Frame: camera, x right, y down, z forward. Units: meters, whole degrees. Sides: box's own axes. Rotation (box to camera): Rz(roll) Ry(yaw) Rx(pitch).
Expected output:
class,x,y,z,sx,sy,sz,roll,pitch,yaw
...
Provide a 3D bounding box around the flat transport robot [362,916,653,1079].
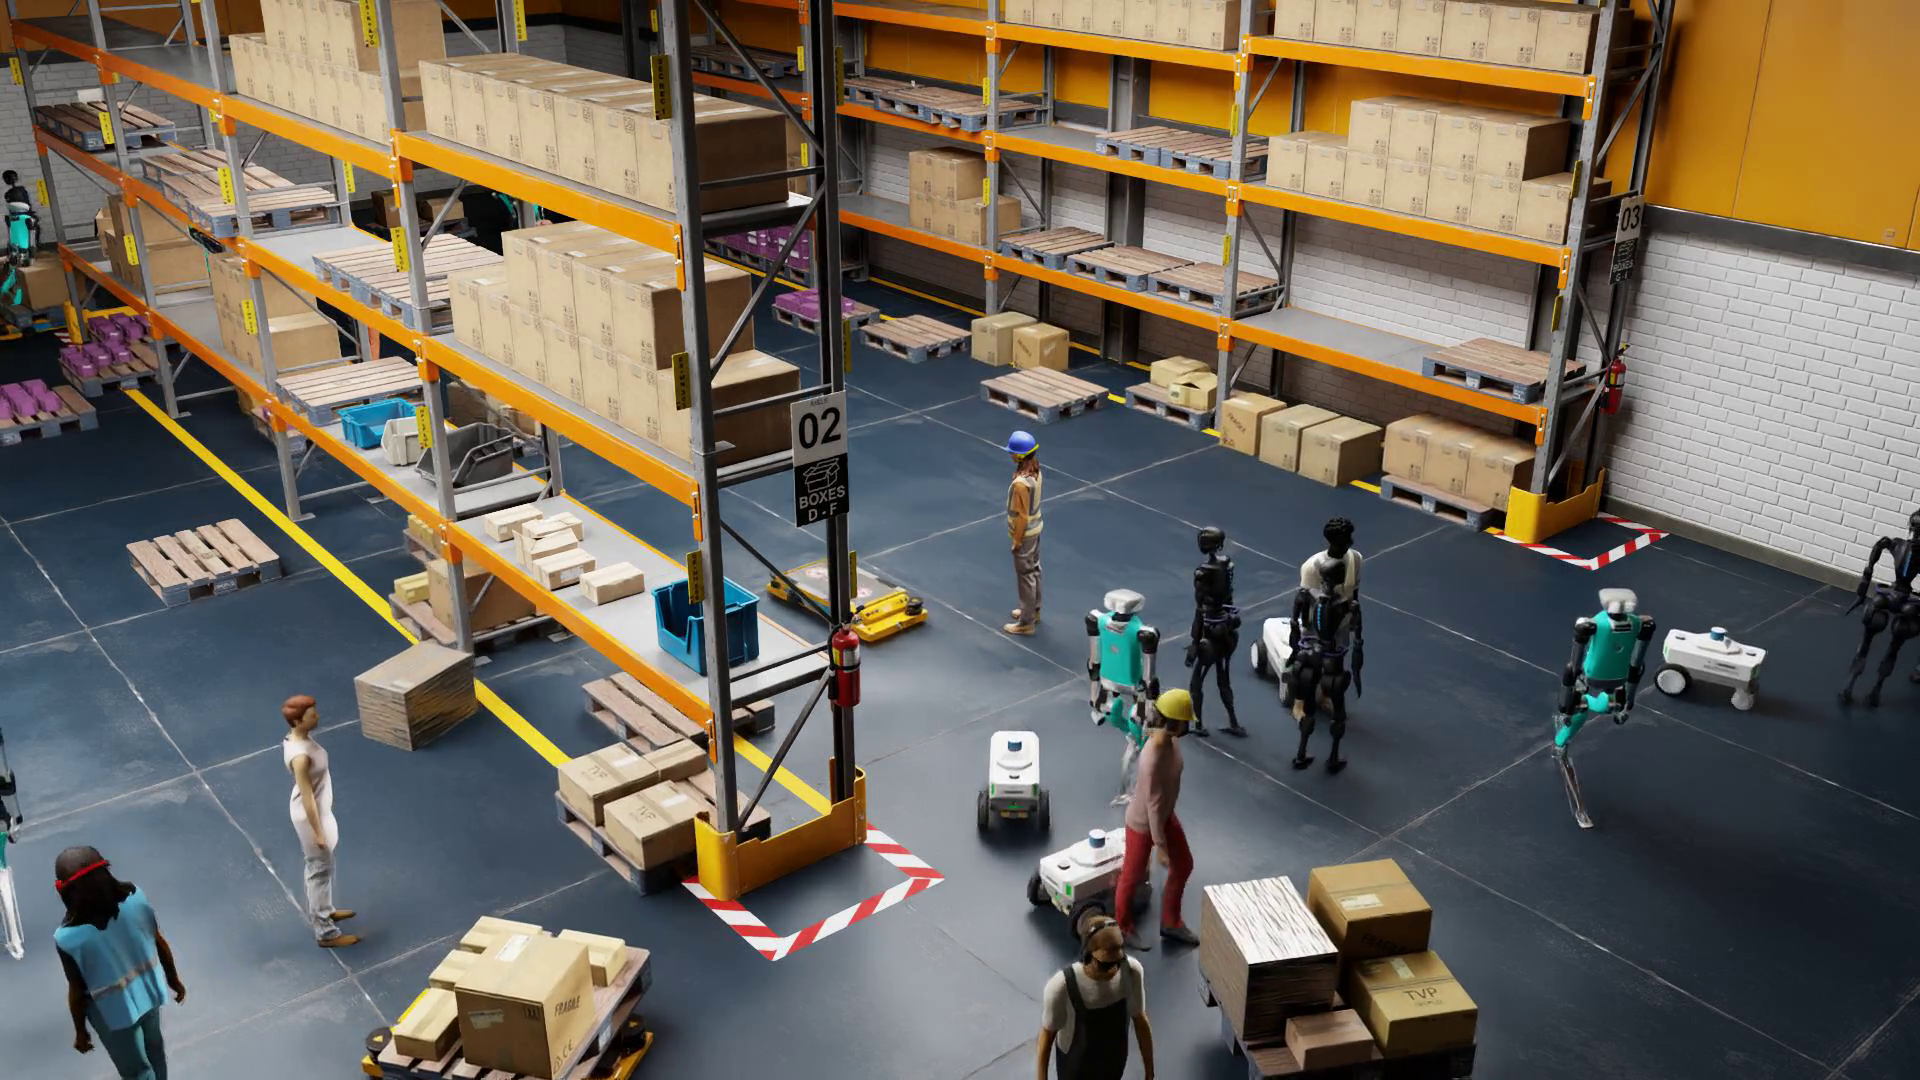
class,x,y,z,sx,sy,sz,roll,pitch,yaw
flat transport robot,-2.491,2.792,9.178,1.431,0.231,0.659,6,24,14

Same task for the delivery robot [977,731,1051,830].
class,x,y,z,sx,sy,sz,roll,pitch,yaw
delivery robot,0.375,1.648,11.486,0.499,0.610,0.813,1,23,2

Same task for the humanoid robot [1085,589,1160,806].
class,x,y,z,sx,sy,sz,roll,pitch,yaw
humanoid robot,1.194,1.106,11.271,0.534,1.816,0.700,16,28,33

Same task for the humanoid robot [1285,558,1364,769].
class,x,y,z,sx,sy,sz,roll,pitch,yaw
humanoid robot,2.579,0.874,11.850,0.602,1.661,0.367,17,29,34

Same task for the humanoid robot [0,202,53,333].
class,x,y,z,sx,sy,sz,roll,pitch,yaw
humanoid robot,-12.542,-3.529,21.967,0.531,1.752,0.836,12,26,25

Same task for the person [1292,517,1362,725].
class,x,y,z,sx,sy,sz,roll,pitch,yaw
person,2.751,0.604,12.454,0.535,1.692,0.320,-11,26,-23

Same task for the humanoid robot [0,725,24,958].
class,x,y,z,sx,sy,sz,roll,pitch,yaw
humanoid robot,-6.036,1.631,10.042,0.538,1.773,0.969,-20,30,-39

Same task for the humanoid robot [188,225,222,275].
class,x,y,z,sx,sy,sz,roll,pitch,yaw
humanoid robot,-10.545,-4.090,23.333,0.749,1.830,0.531,-9,25,-20

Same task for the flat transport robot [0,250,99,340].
class,x,y,z,sx,sy,sz,roll,pitch,yaw
flat transport robot,-12.389,-2.974,22.529,1.431,0.231,0.659,-21,31,-40

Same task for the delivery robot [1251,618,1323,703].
class,x,y,z,sx,sy,sz,roll,pitch,yaw
delivery robot,2.638,0.902,13.181,0.499,0.585,0.784,-2,23,-4

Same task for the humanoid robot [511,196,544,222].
class,x,y,z,sx,sy,sz,roll,pitch,yaw
humanoid robot,-6.799,-5.372,26.377,0.539,1.859,0.835,-20,30,-39

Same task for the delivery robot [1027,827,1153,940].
class,x,y,z,sx,sy,sz,roll,pitch,yaw
delivery robot,0.852,2.091,10.431,0.777,0.587,0.499,-15,27,-31

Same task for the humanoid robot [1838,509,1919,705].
class,x,y,z,sx,sy,sz,roll,pitch,yaw
humanoid robot,7.098,0.528,12.664,0.602,1.634,0.378,14,27,30

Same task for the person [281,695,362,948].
class,x,y,z,sx,sy,sz,roll,pitch,yaw
person,-3.875,1.675,10.008,0.270,1.657,0.458,-9,25,-20

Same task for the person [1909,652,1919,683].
class,x,y,z,sx,sy,sz,roll,pitch,yaw
person,7.809,0.258,12.963,0.547,1.926,0.379,14,27,30

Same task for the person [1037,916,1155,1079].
class,x,y,z,sx,sy,sz,roll,pitch,yaw
person,0.655,2.542,7.813,0.516,1.817,0.756,-12,26,-26

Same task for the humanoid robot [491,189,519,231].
class,x,y,z,sx,sy,sz,roll,pitch,yaw
humanoid robot,-7.253,-5.683,26.948,0.673,1.795,0.560,17,29,34

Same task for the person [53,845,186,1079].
class,x,y,z,sx,sy,sz,roll,pitch,yaw
person,-4.192,2.314,8.329,0.671,1.857,0.560,11,26,23

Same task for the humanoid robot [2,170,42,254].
class,x,y,z,sx,sy,sz,roll,pitch,yaw
humanoid robot,-13.870,-4.658,24.654,0.504,1.643,0.589,0,23,0

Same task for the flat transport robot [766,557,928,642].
class,x,y,z,sx,sy,sz,roll,pitch,yaw
flat transport robot,-1.001,0.490,14.508,0.659,0.231,1.431,-21,31,-39

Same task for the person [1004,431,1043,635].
class,x,y,z,sx,sy,sz,roll,pitch,yaw
person,0.519,-0.065,13.890,0.326,1.775,0.478,7,24,15

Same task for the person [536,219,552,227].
class,x,y,z,sx,sy,sz,roll,pitch,yaw
person,-5.055,-3.017,20.566,0.402,1.909,0.641,8,25,18

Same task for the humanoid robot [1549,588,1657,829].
class,x,y,z,sx,sy,sz,roll,pitch,yaw
humanoid robot,4.300,1.022,11.513,0.531,1.774,1.022,-1,23,-3

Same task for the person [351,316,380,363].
class,x,y,z,sx,sy,sz,roll,pitch,yaw
person,-7.175,-2.727,20.081,0.497,1.759,0.332,14,27,29

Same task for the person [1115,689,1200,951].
class,x,y,z,sx,sy,sz,roll,pitch,yaw
person,1.221,1.698,9.849,0.655,1.729,0.556,13,27,28

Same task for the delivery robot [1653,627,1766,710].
class,x,y,z,sx,sy,sz,roll,pitch,yaw
delivery robot,5.875,0.972,13.052,0.807,0.609,0.499,14,27,30

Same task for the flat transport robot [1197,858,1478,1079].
class,x,y,z,sx,sy,sz,roll,pitch,yaw
flat transport robot,2.042,2.810,9.136,0.659,0.231,1.431,-5,24,-11

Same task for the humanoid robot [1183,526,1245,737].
class,x,y,z,sx,sy,sz,roll,pitch,yaw
humanoid robot,1.906,0.699,12.277,0.472,1.639,0.611,16,28,33

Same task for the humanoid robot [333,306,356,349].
class,x,y,z,sx,sy,sz,roll,pitch,yaw
humanoid robot,-7.997,-3.300,21.518,0.534,1.635,0.589,13,27,28
